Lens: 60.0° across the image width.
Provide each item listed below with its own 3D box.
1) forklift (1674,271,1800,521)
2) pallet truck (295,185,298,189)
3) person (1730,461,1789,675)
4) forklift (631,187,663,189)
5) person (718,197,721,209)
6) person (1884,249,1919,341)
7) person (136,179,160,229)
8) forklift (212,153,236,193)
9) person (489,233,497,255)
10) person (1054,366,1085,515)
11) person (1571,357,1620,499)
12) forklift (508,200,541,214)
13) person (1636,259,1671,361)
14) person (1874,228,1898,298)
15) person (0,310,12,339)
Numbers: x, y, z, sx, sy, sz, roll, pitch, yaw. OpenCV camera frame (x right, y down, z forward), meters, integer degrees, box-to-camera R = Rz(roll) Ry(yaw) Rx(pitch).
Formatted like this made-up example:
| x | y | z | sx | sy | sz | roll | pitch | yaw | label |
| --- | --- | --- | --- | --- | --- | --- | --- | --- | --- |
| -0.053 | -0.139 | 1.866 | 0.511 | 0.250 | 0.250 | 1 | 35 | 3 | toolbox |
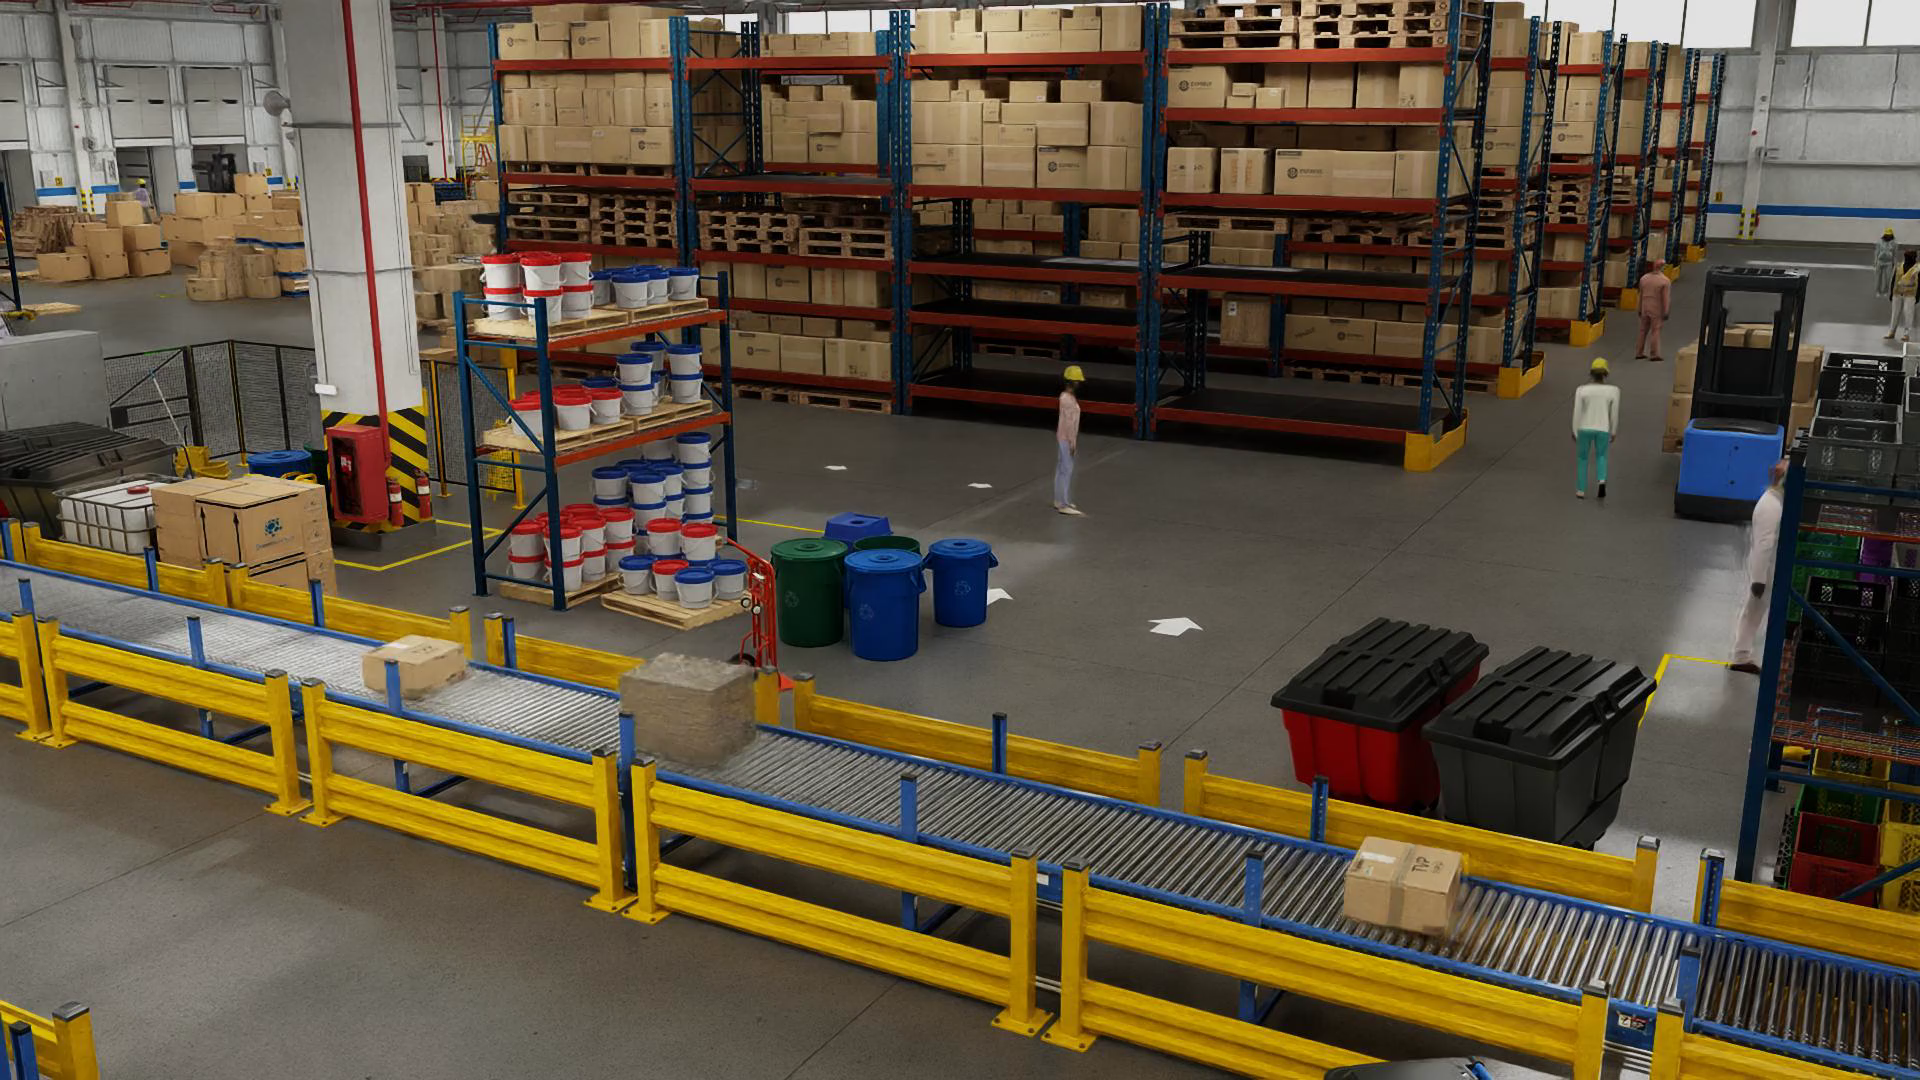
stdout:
| x | y | z | sx | sy | sz | roll | pitch | yaw | label |
| --- | --- | --- | --- | --- | --- | --- | --- | --- | --- |
| 9.269 | -1.763 | 19.726 | 1.129 | 2.768 | 1.873 | 8 | 17 | 27 | forklift |
| -26.804 | -14.617 | 69.738 | 1.885 | 1.965 | 0.823 | -14 | 20 | -42 | pallet truck |
| 6.957 | 0.274 | 13.969 | 0.785 | 1.881 | 0.673 | 9 | 17 | 29 | person |
| -8.898 | -9.150 | 47.498 | 1.129 | 2.768 | 1.873 | 1 | 15 | 2 | forklift |
| -7.733 | -9.982 | 52.678 | 0.633 | 1.816 | 0.828 | 6 | 16 | 22 | person |
| 19.237 | -4.988 | 33.855 | 0.429 | 1.838 | 0.621 | -11 | 18 | -34 | person |
| -30.465 | -12.491 | 61.997 | 0.583 | 1.881 | 1.010 | 13 | 19 | 39 | person |
| -26.967 | -12.815 | 61.276 | 1.873 | 2.768 | 1.129 | 4 | 15 | 13 | forklift |
| -10.193 | -5.816 | 36.769 | 0.379 | 1.940 | 0.629 | -5 | 16 | -18 | person |
| 1.307 | -1.191 | 19.716 | 0.329 | 1.765 | 0.533 | -1 | 15 | -5 | person |
| 7.757 | -1.350 | 20.340 | 0.534 | 1.752 | 0.458 | 3 | 15 | 12 | person |
| -8.750 | -5.541 | 33.931 | 1.873 | 2.768 | 1.129 | 8 | 17 | 28 | forklift |
| 13.018 | -4.309 | 31.190 | 0.399 | 1.899 | 0.650 | -9 | 17 | -30 | person |
| 22.721 | -6.791 | 40.872 | 0.488 | 1.705 | 0.860 | 8 | 17 | 27 | person |
| -15.764 | -3.194 | 27.079 | 0.927 | 1.847 | 0.604 | -2 | 15 | -7 | person |
